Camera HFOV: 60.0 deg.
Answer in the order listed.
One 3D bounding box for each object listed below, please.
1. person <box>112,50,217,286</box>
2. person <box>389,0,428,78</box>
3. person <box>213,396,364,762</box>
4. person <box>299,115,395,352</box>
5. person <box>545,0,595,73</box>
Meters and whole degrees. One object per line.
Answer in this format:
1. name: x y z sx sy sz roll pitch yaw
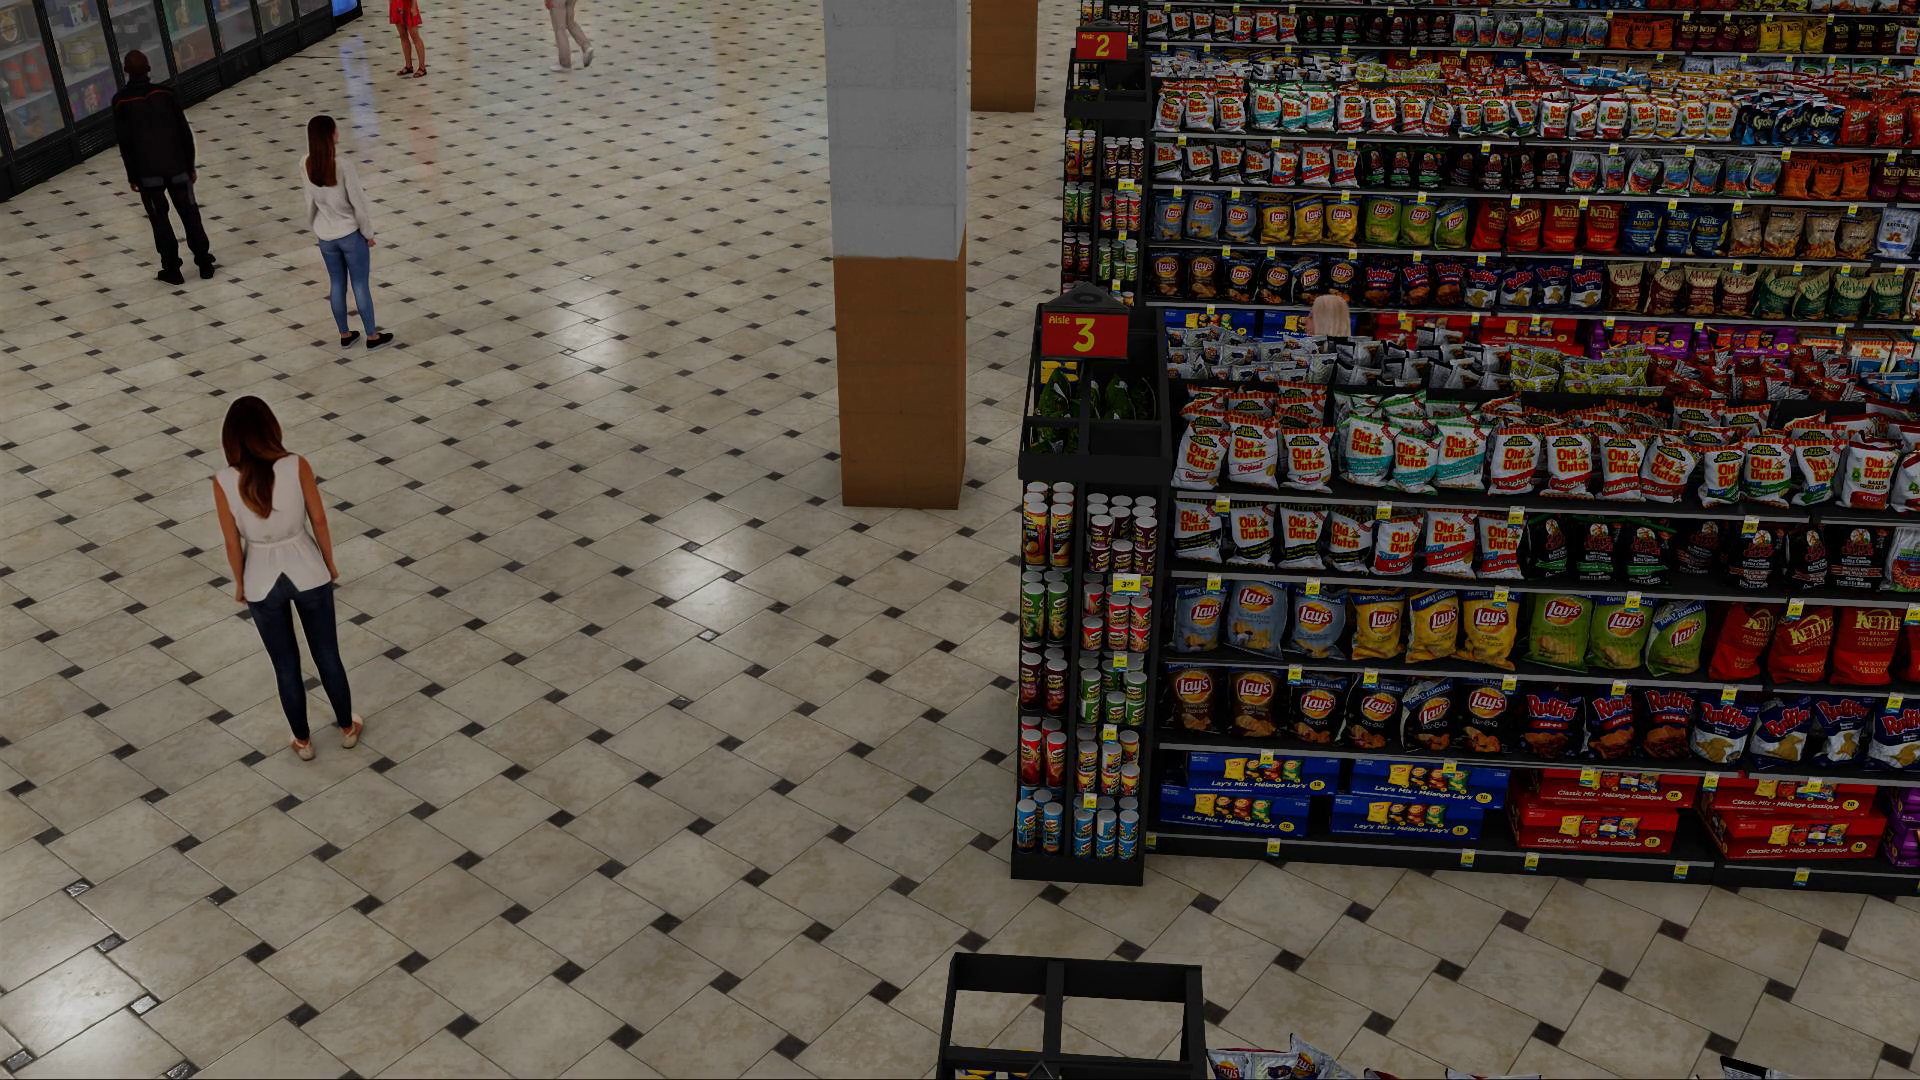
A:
1. person: -6.273 -2.926 13.059 0.756 1.825 0.845 -18 33 -29
2. person: -6.445 -6.210 19.317 0.608 1.592 0.711 16 32 27
3. person: -2.990 0.189 7.395 0.620 1.785 0.730 -12 31 -21
4. person: -4.389 -2.172 11.817 0.536 1.692 0.713 7 29 13
5. person: -4.574 -6.381 19.366 0.932 1.845 0.867 15 32 26
